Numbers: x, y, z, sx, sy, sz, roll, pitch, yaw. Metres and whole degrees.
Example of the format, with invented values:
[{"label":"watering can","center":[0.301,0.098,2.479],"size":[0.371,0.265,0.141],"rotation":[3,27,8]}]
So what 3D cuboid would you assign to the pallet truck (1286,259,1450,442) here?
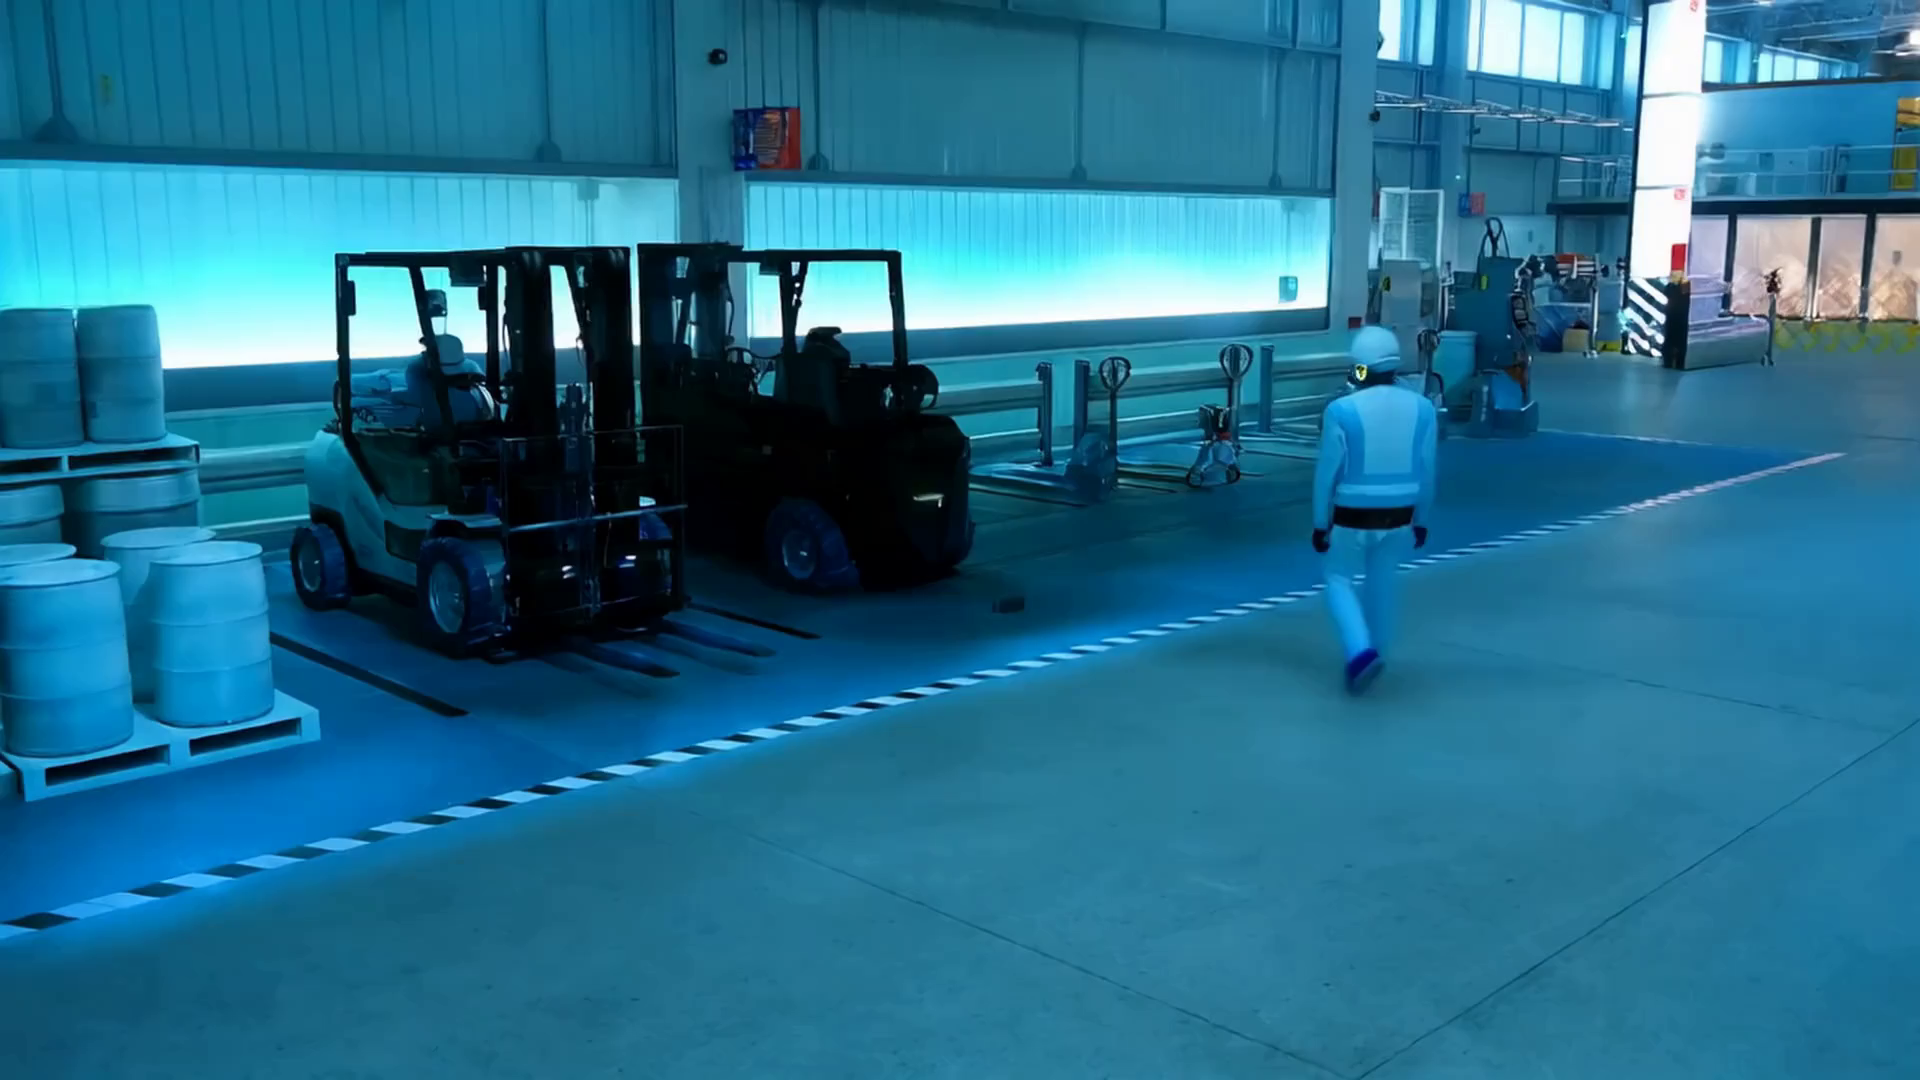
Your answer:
[{"label":"pallet truck","center":[4.493,-2.078,18.196],"size":[0.823,1.965,1.885],"rotation":[-9,14,-40]}]

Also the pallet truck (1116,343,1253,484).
[{"label":"pallet truck","center":[1.962,-1.215,15.415],"size":[1.522,1.261,0.704],"rotation":[10,14,43]}]

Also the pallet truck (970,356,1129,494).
[{"label":"pallet truck","center":[0.784,-1.085,14.876],"size":[0.680,1.201,1.601],"rotation":[-10,14,-44]}]

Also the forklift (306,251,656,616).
[{"label":"forklift","center":[-2.833,-0.669,9.694],"size":[1.157,1.987,2.680],"rotation":[-10,14,-44]}]

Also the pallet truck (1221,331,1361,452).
[{"label":"pallet truck","center":[3.563,-1.581,17.381],"size":[0.653,1.274,1.630],"rotation":[-10,14,-44]}]

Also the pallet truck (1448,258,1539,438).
[{"label":"pallet truck","center":[5.704,-2.208,18.901],"size":[1.885,1.965,0.823],"rotation":[10,14,43]}]

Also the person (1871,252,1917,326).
[{"label":"person","center":[23.048,-6.174,40.975],"size":[0.989,1.827,0.583],"rotation":[10,14,43]}]

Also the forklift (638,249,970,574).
[{"label":"forklift","center":[-1.173,-0.958,11.239],"size":[2.680,1.987,1.157],"rotation":[10,14,43]}]

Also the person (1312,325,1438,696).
[{"label":"person","center":[2.001,-0.132,8.077],"size":[0.612,1.815,0.685],"rotation":[-2,11,-9]}]
